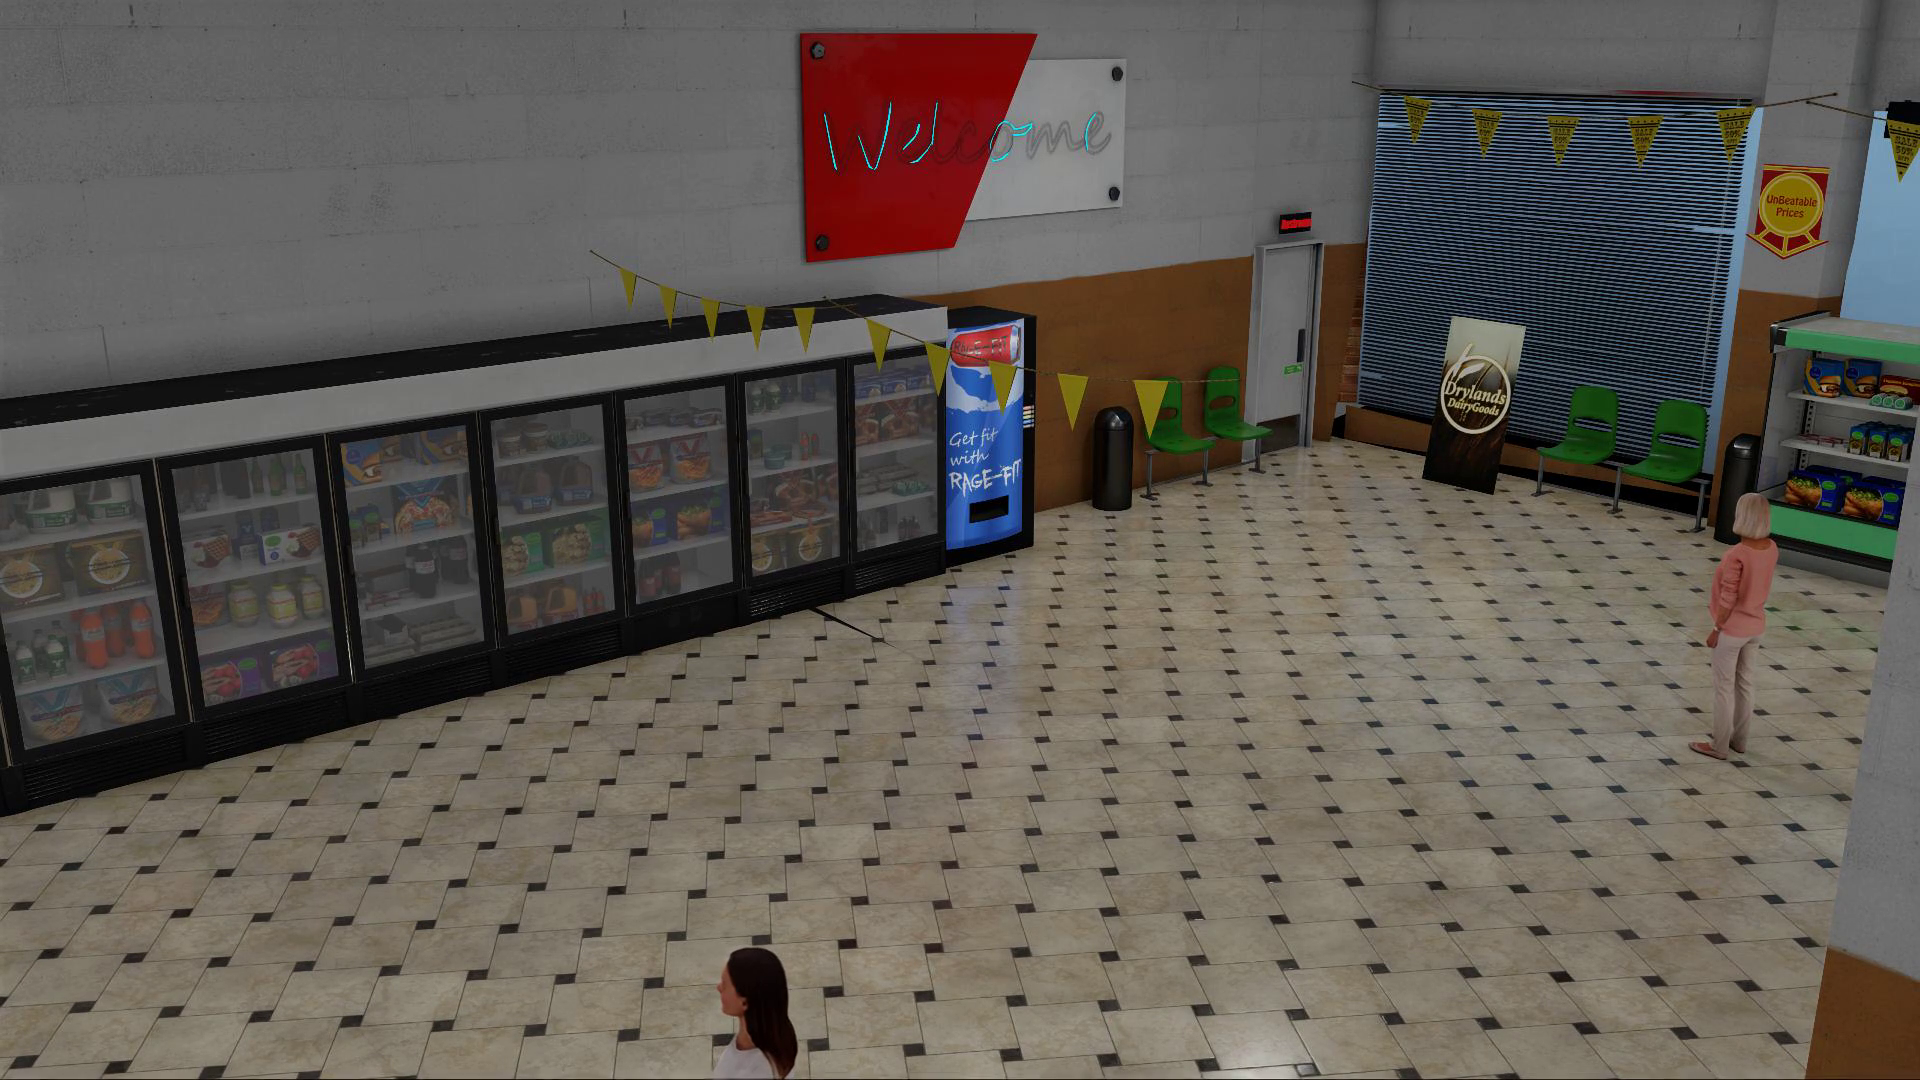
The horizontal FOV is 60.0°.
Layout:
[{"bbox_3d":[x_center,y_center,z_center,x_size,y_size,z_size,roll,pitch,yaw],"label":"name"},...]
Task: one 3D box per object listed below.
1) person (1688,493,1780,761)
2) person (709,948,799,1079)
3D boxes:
[{"bbox_3d":[4.905,0.537,10.475,0.640,1.726,0.582,-9,19,-28],"label":"person"},{"bbox_3d":[-0.649,2.083,5.447,0.739,1.688,0.677,1,17,4],"label":"person"}]
